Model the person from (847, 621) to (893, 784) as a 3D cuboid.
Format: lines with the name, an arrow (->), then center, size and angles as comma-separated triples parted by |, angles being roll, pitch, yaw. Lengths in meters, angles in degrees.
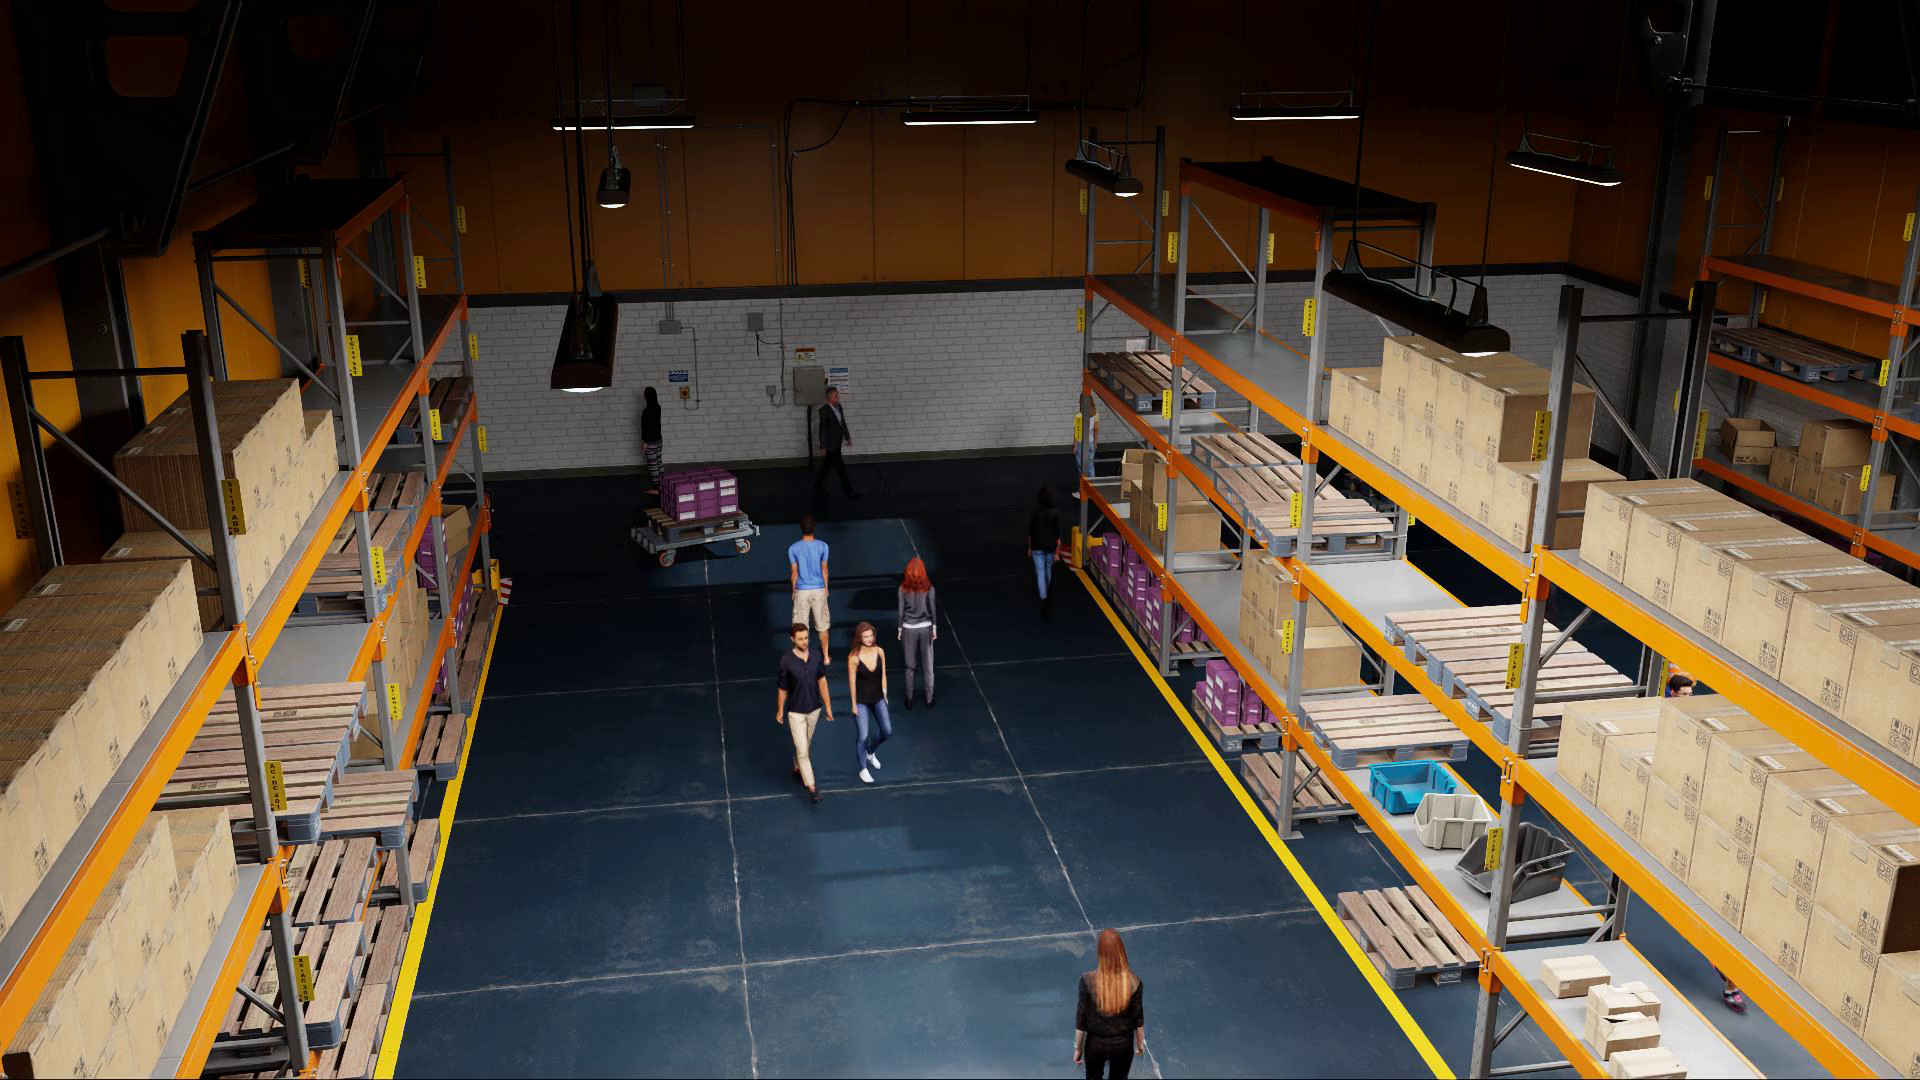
person -> -0.972, 1.612, 16.963 | 0.701, 1.714, 0.750 | -12, 22, -31

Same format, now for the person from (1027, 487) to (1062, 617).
person -> 1.085, 0.187, 21.286 | 0.578, 1.655, 1.153 | -4, 19, -11

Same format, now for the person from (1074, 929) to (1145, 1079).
person -> 1.010, 3.509, 11.357 | 0.734, 1.696, 0.776 | 3, 19, 9

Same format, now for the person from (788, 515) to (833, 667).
person -> -1.773, 0.603, 19.723 | 0.645, 1.864, 0.557 | -4, 19, -11

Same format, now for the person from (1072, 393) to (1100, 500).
person -> 1.969, -1.491, 26.164 | 0.702, 1.723, 0.676 | -11, 22, -30

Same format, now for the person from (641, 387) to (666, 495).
person -> -4.880, -1.597, 26.460 | 0.741, 1.735, 0.629 | 7, 20, 20

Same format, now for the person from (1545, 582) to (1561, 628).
person -> 6.372, 1.240, 18.243 | 0.869, 1.601, 1.041 | -13, 23, -34

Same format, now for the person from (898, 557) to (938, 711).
person -> -0.480, 1.038, 18.565 | 0.612, 1.779, 0.533 | -1, 19, -2

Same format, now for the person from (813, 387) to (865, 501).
person -> -2.060, -1.515, 26.128 | 1.216, 1.790, 1.263 | 8, 20, 22

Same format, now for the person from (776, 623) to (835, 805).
person -> -1.601, 1.677, 16.618 | 0.935, 1.812, 1.216 | -11, 22, -30
